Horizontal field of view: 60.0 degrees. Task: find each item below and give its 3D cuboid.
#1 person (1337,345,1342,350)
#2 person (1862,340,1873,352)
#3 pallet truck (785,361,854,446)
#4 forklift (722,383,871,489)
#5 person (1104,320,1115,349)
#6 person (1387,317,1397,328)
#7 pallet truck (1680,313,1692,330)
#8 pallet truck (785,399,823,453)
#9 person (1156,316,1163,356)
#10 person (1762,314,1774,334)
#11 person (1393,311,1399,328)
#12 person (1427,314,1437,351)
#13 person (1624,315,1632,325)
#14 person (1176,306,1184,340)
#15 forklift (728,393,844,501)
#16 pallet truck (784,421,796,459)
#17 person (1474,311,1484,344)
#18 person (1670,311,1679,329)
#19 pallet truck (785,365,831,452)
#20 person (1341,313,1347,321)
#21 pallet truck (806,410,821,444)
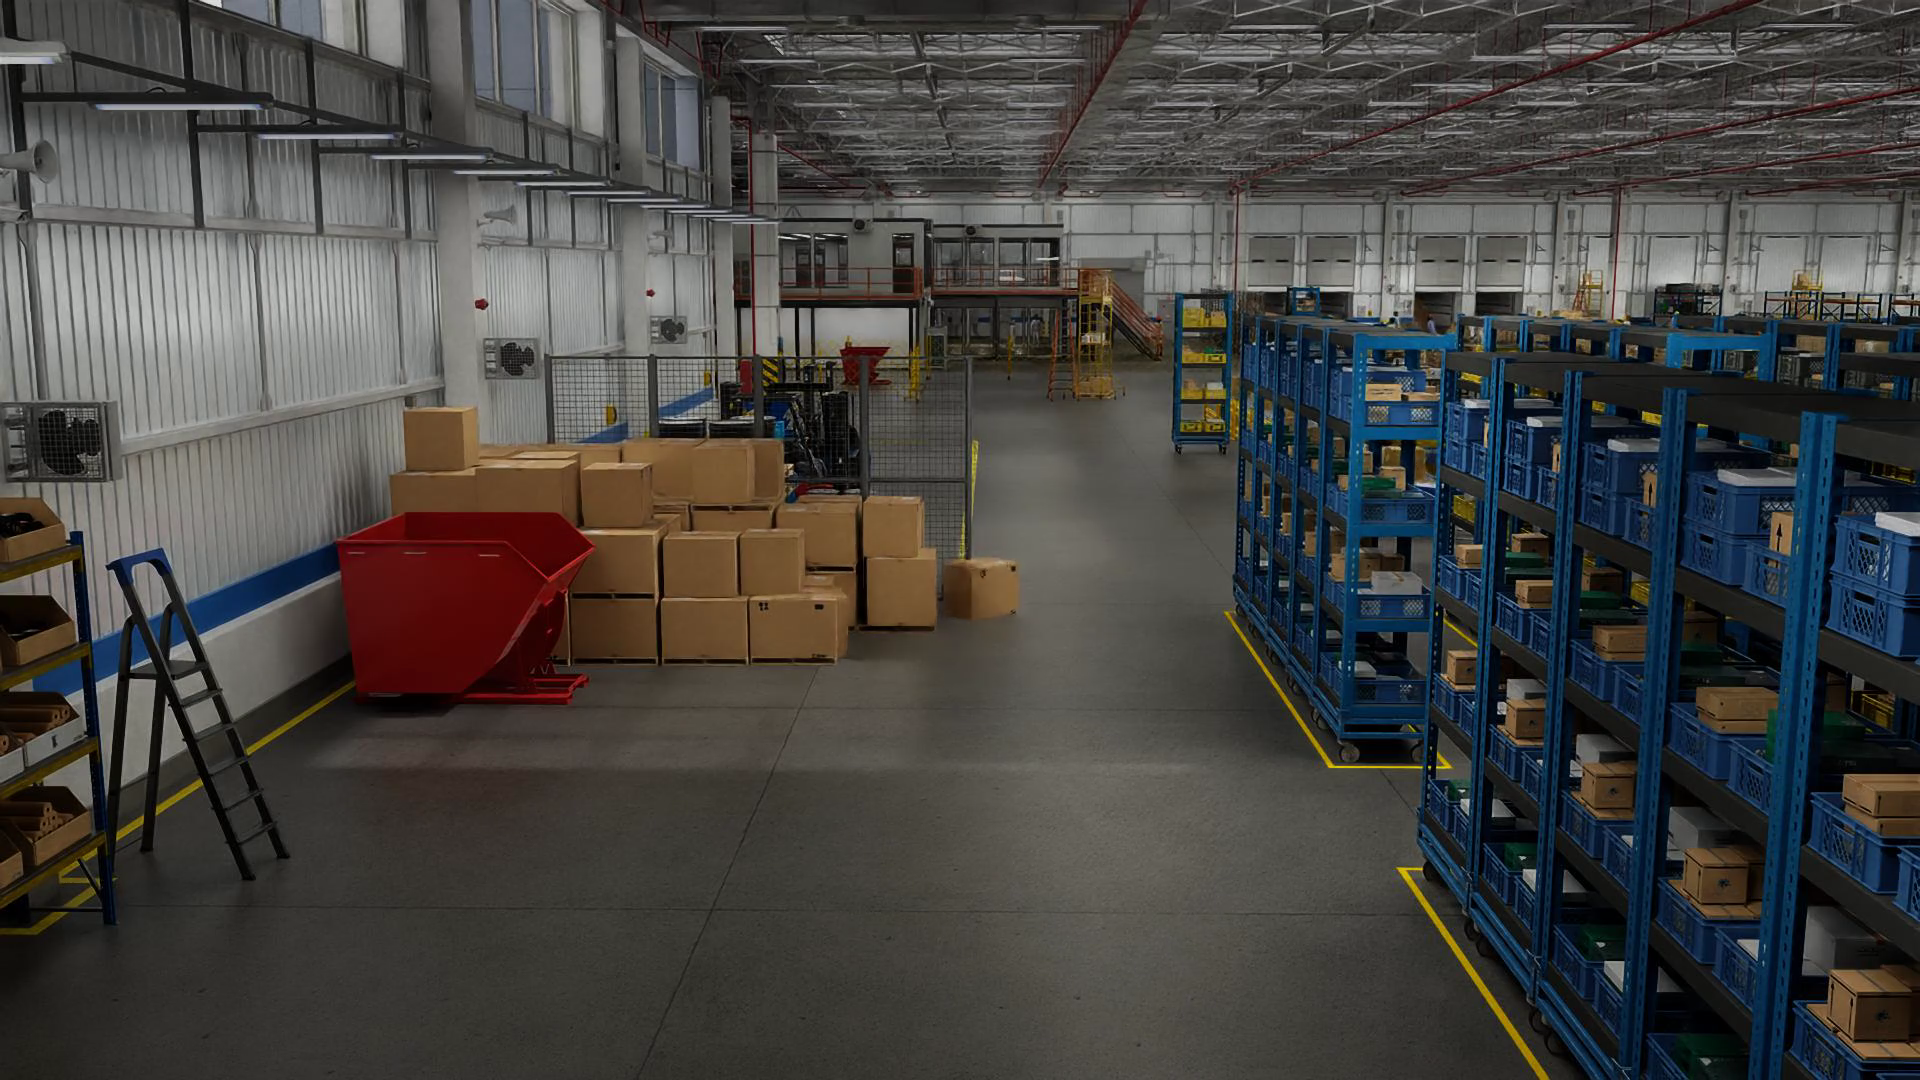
[{"bbox_3d":[12.539,-5.712,55.120,0.720,1.804,0.623,-2,9,-11],"label":"person"},{"bbox_3d":[31.776,-6.316,58.176,0.613,2.020,0.605,4,10,26],"label":"person"},{"bbox_3d":[-3.410,-3.193,38.978,1.885,1.965,0.823,0,9,-1],"label":"pallet truck"},{"bbox_3d":[-2.893,-1.687,28.729,2.680,1.987,1.157,0,9,-1],"label":"forklift"},{"bbox_3d":[7.847,-10.933,87.339,0.554,1.790,0.952,-2,9,-12],"label":"person"},{"bbox_3d":[20.272,-9.498,78.136,0.442,1.907,0.585,-7,12,-37],"label":"person"},{"bbox_3d":[36.315,-10.531,84.244,0.823,1.965,1.885,-6,11,-33],"label":"pallet truck"},{"bbox_3d":[-3.814,-2.432,36.419,1.630,1.274,0.653,0,9,1],"label":"pallet truck"},{"bbox_3d":[9.574,-9.835,80.130,0.361,1.938,0.545,-4,10,-23],"label":"person"},{"bbox_3d":[38.497,-9.713,79.065,0.535,2.000,0.684,-7,12,-37],"label":"person"},{"bbox_3d":[24.426,-11.863,92.898,0.586,1.852,0.553,3,10,19],"label":"person"},{"bbox_3d":[23.912,-10.463,84.148,0.789,1.901,0.589,9,13,43],"label":"person"},{"bbox_3d":[33.306,-10.262,82.925,0.419,1.875,0.601,0,9,-1],"label":"person"},{"bbox_3d":[12.980,-12.827,98.410,0.378,1.996,0.611,-7,11,-36],"label":"person"},{"bbox_3d":[-2.979,-1.316,26.476,2.680,1.987,1.157,0,9,1],"label":"forklift"},{"bbox_3d":[-4.013,-1.793,32.705,1.601,1.201,0.680,0,9,1],"label":"pallet truck"},{"bbox_3d":[28.861,-11.799,92.495,0.717,1.860,0.598,5,10,27],"label":"person"},{"bbox_3d":[38.539,-11.358,89.566,0.381,1.922,0.593,-7,11,-36],"label":"person"},{"bbox_3d":[-3.774,-2.976,37.635,1.885,1.965,0.823,1,9,5],"label":"pallet truck"},{"bbox_3d":[19.794,-10.794,86.170,0.618,1.911,0.983,-5,11,-30],"label":"person"},{"bbox_3d":[-3.559,-2.018,33.905,1.522,1.261,0.704,0,9,-1],"label":"pallet truck"}]
